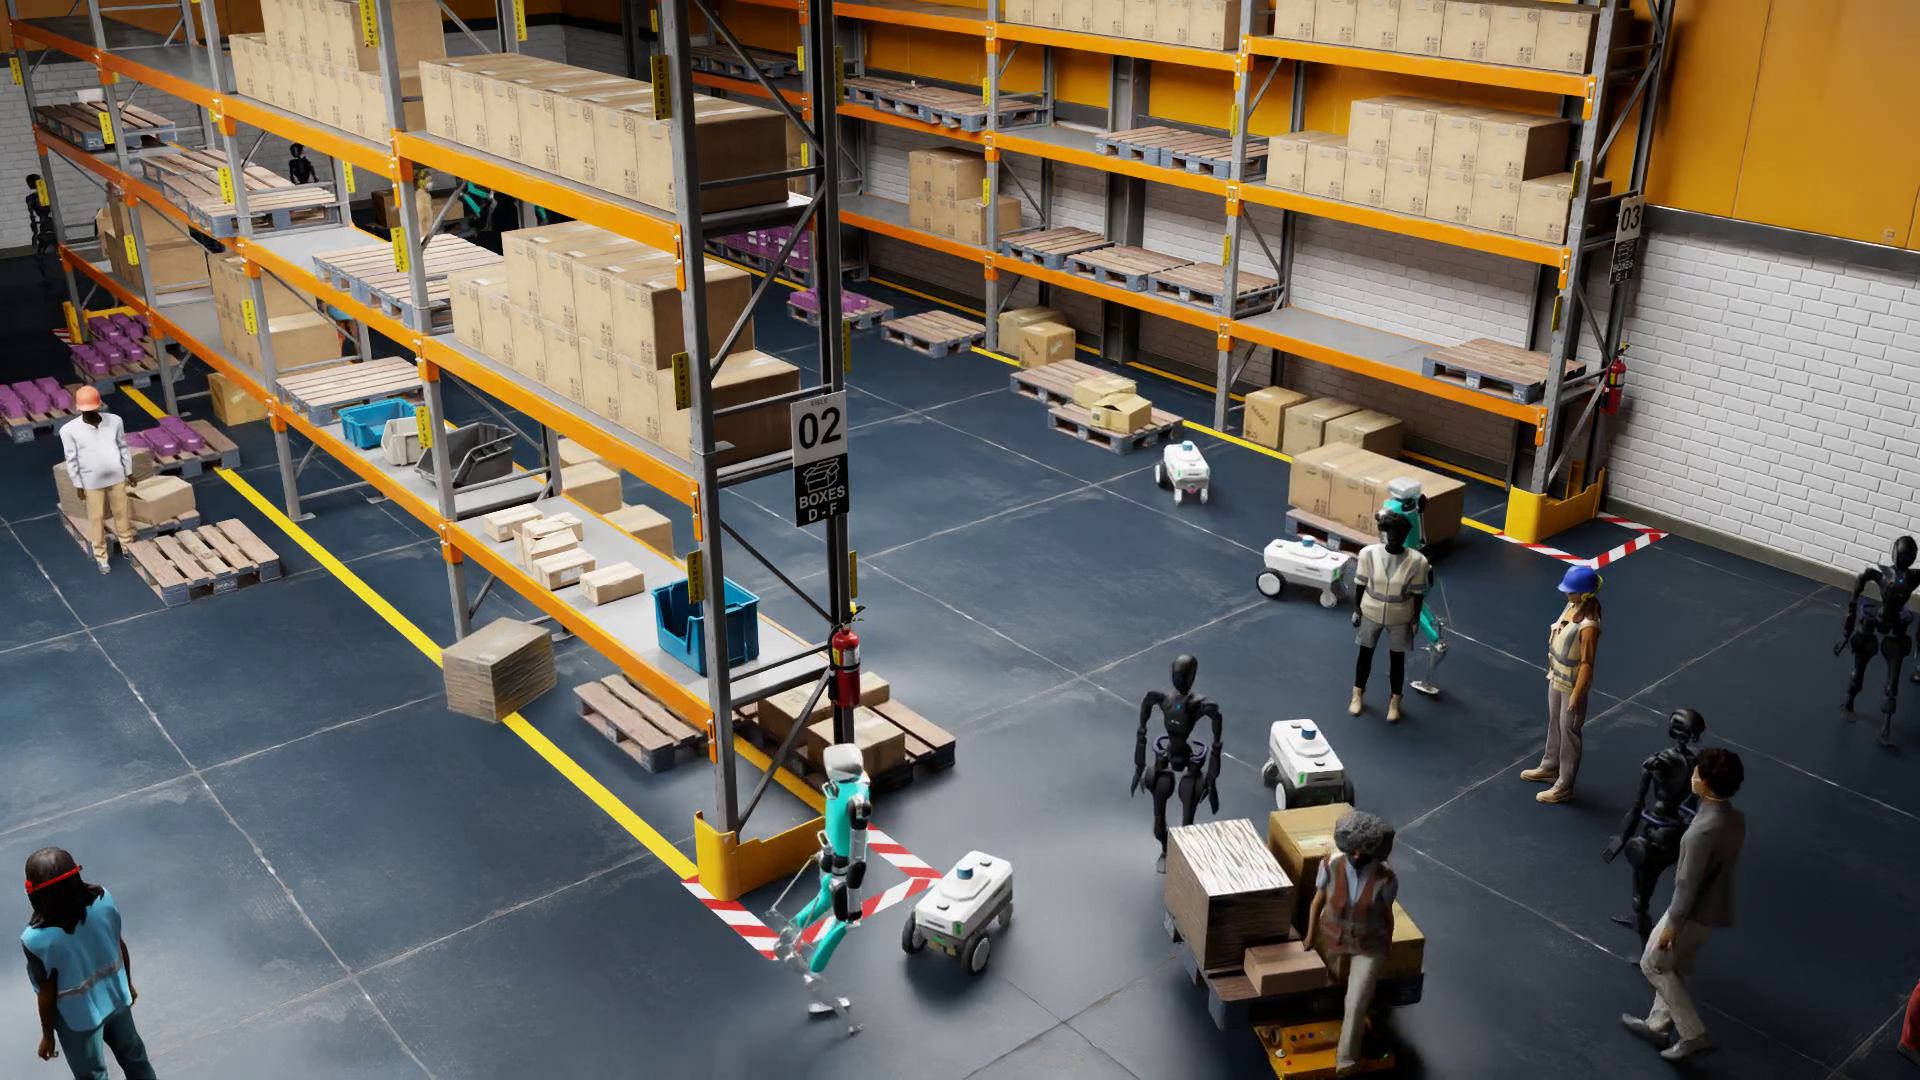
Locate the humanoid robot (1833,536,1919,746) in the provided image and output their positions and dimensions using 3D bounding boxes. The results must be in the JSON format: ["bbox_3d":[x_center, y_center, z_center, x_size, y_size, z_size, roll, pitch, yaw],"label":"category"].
[{"bbox_3d":[6.820,0.712,12.260,0.611,1.622,0.754,7,24,16],"label":"humanoid robot"}]

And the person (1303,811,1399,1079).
[{"bbox_3d":[2.142,2.100,9.052,0.455,1.632,0.887,11,26,23],"label":"person"}]

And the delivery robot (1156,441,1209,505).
[{"bbox_3d":[2.301,-0.729,16.928,0.499,0.560,0.734,-2,23,-4],"label":"delivery robot"}]

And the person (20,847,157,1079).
[{"bbox_3d":[-4.299,2.332,8.229,0.392,1.866,0.527,12,26,25],"label":"person"}]

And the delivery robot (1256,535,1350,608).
[{"bbox_3d":[3.052,0.241,14.699,0.759,0.575,0.499,14,27,30],"label":"delivery robot"}]

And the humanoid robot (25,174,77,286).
[{"bbox_3d":[-13.434,-4.545,24.404,0.599,1.634,0.608,4,24,8],"label":"humanoid robot"}]

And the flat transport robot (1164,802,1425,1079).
[{"bbox_3d":[1.918,2.578,9.675,0.659,0.231,1.431,-5,24,-11],"label":"flat transport robot"}]

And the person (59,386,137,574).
[{"bbox_3d":[-7.769,-0.569,15.092,0.336,1.746,0.562,19,30,38],"label":"person"}]

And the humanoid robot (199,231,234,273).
[{"bbox_3d":[-10.164,-3.909,22.924,0.431,1.656,0.609,10,25,22],"label":"humanoid robot"}]

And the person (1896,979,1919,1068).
[{"bbox_3d":[5.437,2.062,8.980,0.316,1.767,0.533,20,30,39],"label":"person"}]

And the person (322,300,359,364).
[{"bbox_3d":[-7.485,-2.758,20.184,0.590,1.741,0.402,-2,23,-5],"label":"person"}]

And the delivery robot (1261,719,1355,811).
[{"bbox_3d":[2.415,1.593,11.619,0.524,0.614,0.786,-3,24,-7],"label":"delivery robot"}]

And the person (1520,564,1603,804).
[{"bbox_3d":[4.185,0.980,11.473,0.315,1.776,0.463,0,23,-1],"label":"person"}]

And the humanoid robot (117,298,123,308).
[{"bbox_3d":[-11.574,-3.894,22.901,0.556,1.645,0.608,-14,27,-30],"label":"humanoid robot"}]

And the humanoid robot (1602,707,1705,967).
[{"bbox_3d":[4.124,1.744,9.866,0.622,1.641,0.600,-10,25,-22],"label":"humanoid robot"}]

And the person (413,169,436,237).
[{"bbox_3d":[-7.678,-4.362,23.759,0.508,1.854,0.670,-3,24,-7],"label":"person"}]

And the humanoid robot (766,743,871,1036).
[{"bbox_3d":[-0.816,1.981,9.225,0.666,1.816,0.543,-8,25,-18],"label":"humanoid robot"}]

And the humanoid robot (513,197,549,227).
[{"bbox_3d":[-6.796,-5.489,26.471,0.530,1.765,0.722,9,25,19],"label":"humanoid robot"}]

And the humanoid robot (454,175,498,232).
[{"bbox_3d":[-7.996,-5.812,27.243,1.008,1.730,0.558,2,23,5],"label":"humanoid robot"}]

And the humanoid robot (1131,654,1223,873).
[{"bbox_3d":[1.376,1.462,10.502,0.586,1.642,0.591,8,25,19],"label":"humanoid robot"}]

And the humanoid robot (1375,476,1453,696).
[{"bbox_3d":[3.590,0.425,12.804,0.563,1.770,0.820,-19,30,-37],"label":"humanoid robot"}]

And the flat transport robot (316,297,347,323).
[{"bbox_3d":[-8.092,-3.162,22.965,1.431,0.231,0.659,4,24,10],"label":"flat transport robot"}]

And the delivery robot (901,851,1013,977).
[{"bbox_3d":[0.022,2.235,10.114,0.499,0.600,0.802,13,27,27],"label":"delivery robot"}]

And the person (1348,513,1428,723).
[{"bbox_3d":[3.216,0.571,12.530,0.534,1.694,0.320,9,25,20],"label":"person"}]

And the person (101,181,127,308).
[{"bbox_3d":[-11.433,-4.044,22.971,0.770,1.876,0.665,-18,29,-36],"label":"person"}]

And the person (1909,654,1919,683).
[{"bbox_3d":[7.808,0.259,12.961,0.547,1.926,0.379,14,27,30],"label":"person"}]

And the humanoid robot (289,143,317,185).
[{"bbox_3d":[-10.537,-5.530,26.707,0.609,1.634,0.713,11,26,24],"label":"humanoid robot"}]

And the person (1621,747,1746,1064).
[{"bbox_3d":[3.967,1.991,8.993,0.567,1.882,0.441,-19,29,-36],"label":"person"}]
